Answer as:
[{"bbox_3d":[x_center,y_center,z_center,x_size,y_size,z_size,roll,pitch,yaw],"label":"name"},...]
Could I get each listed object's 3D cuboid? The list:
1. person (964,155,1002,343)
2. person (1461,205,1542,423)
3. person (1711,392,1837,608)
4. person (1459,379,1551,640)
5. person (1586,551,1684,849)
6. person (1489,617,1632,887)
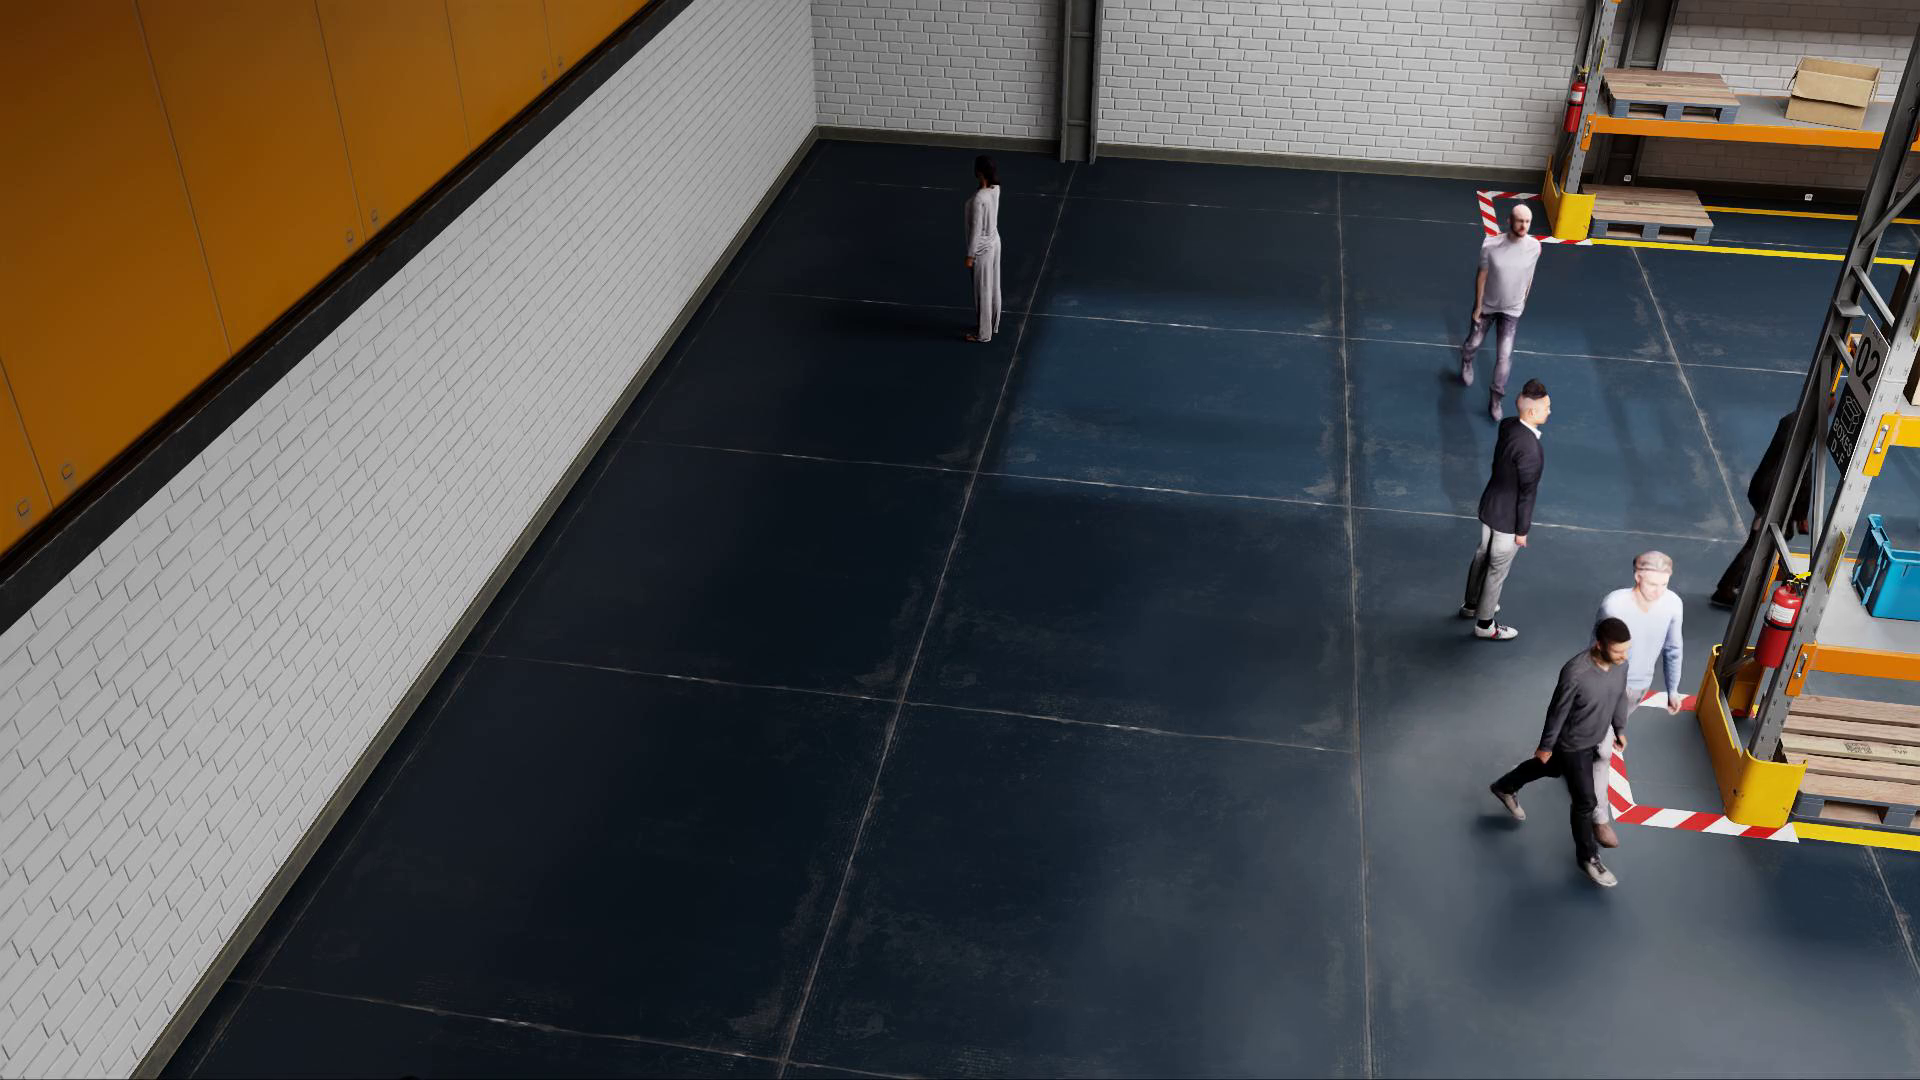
[{"bbox_3d":[0.231,-2.658,15.145,0.635,1.774,0.653,16,37,23],"label":"person"},{"bbox_3d":[4.557,-2.022,14.152,1.124,1.814,0.734,4,34,6],"label":"person"},{"bbox_3d":[5.547,-0.277,11.559,0.717,1.779,0.703,10,35,15],"label":"person"},{"bbox_3d":[3.719,-0.233,11.330,0.687,1.959,0.755,-2,34,-3],"label":"person"},{"bbox_3d":[3.874,0.798,9.877,1.165,1.849,0.985,-5,34,-8],"label":"person"},{"bbox_3d":[3.484,1.084,9.552,1.148,1.733,1.223,-25,41,-32],"label":"person"}]
